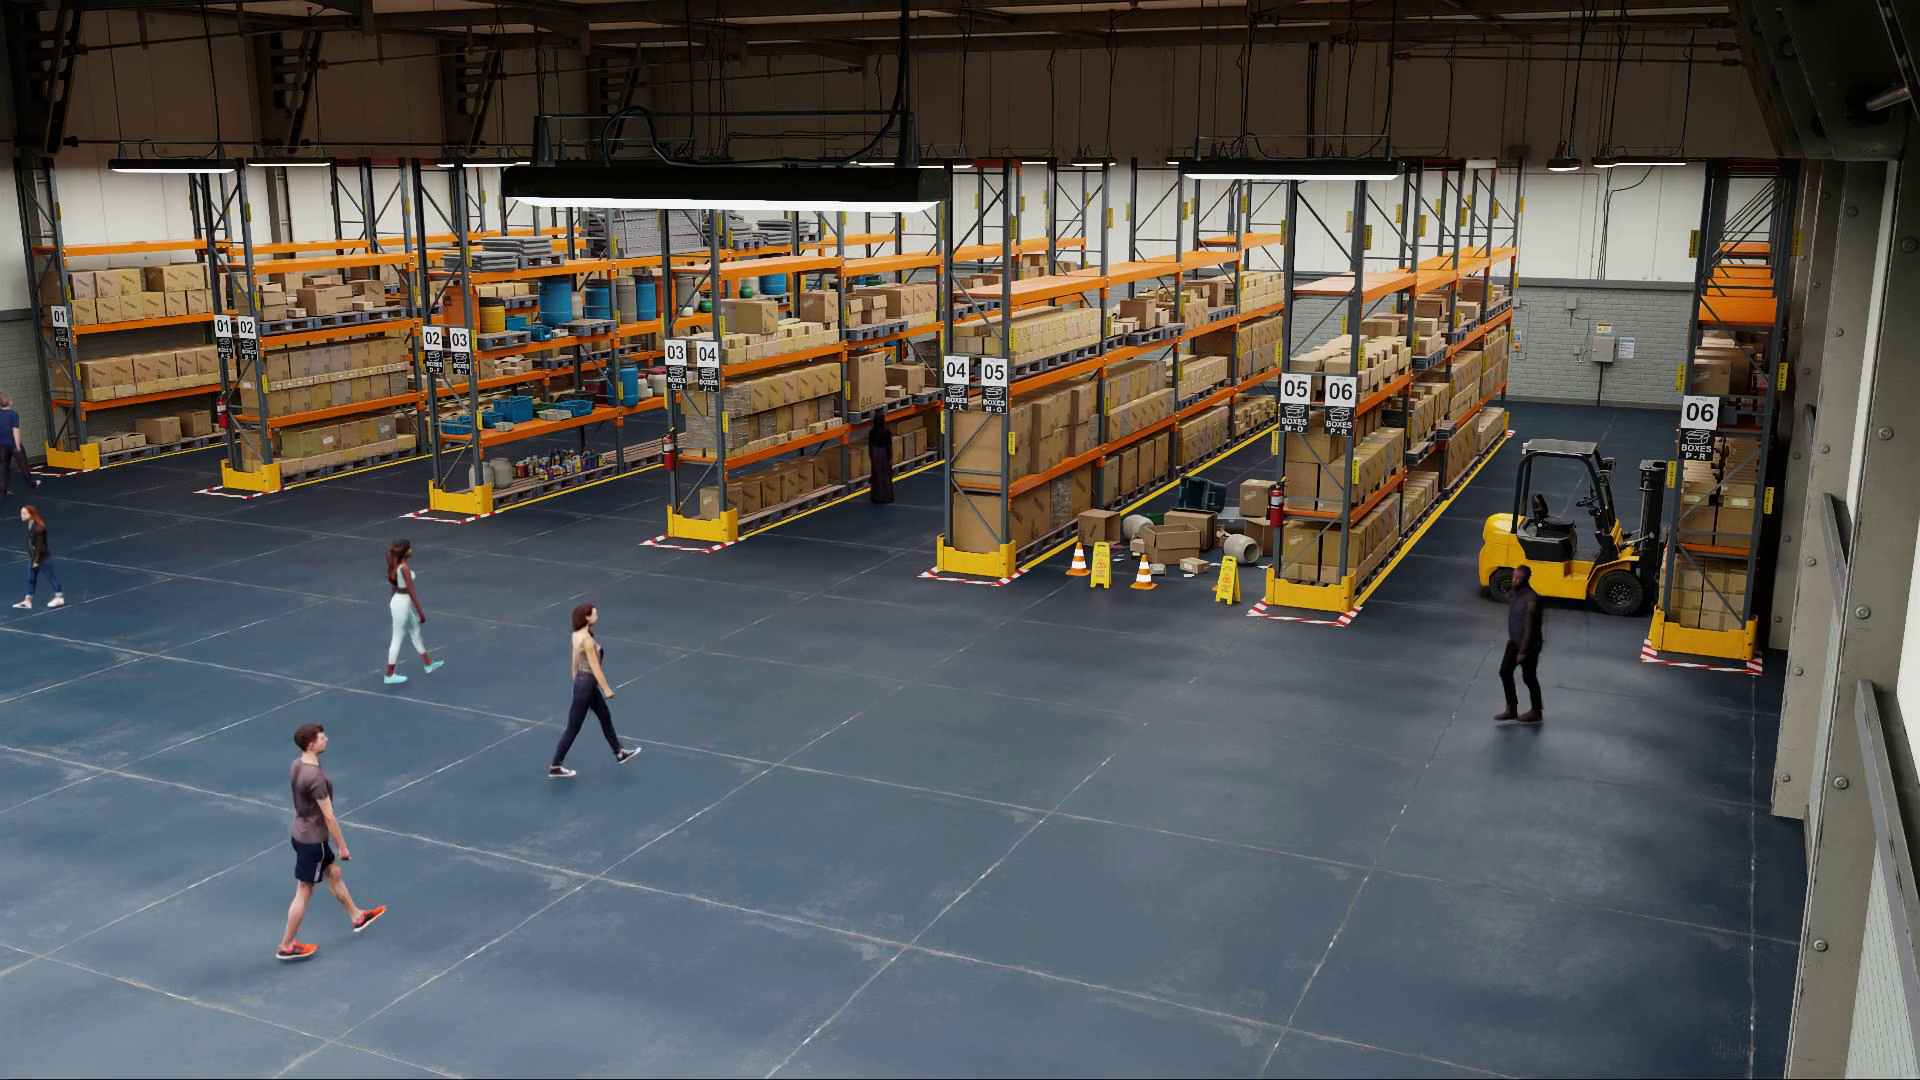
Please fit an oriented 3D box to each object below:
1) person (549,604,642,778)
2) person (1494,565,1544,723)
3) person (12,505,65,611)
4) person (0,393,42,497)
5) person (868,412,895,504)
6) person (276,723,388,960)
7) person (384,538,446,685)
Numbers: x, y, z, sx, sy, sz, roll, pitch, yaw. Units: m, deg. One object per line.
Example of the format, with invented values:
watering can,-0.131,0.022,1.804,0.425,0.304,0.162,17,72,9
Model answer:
person,-3.770,1.530,16.362,1.247,1.713,1.120,-6,14,-25
person,6.128,1.130,17.922,0.992,1.788,0.931,-1,13,-4
person,-12.429,0.224,22.587,0.624,1.447,0.892,8,15,32
person,-17.177,-1.671,29.956,0.941,1.816,1.271,1,13,6
person,-1.412,-1.469,29.528,0.620,1.615,0.605,5,14,19
person,-5.030,2.330,12.688,1.230,1.810,1.010,-10,16,-37
person,-6.575,0.844,19.356,1.064,1.699,0.878,-9,16,-35
